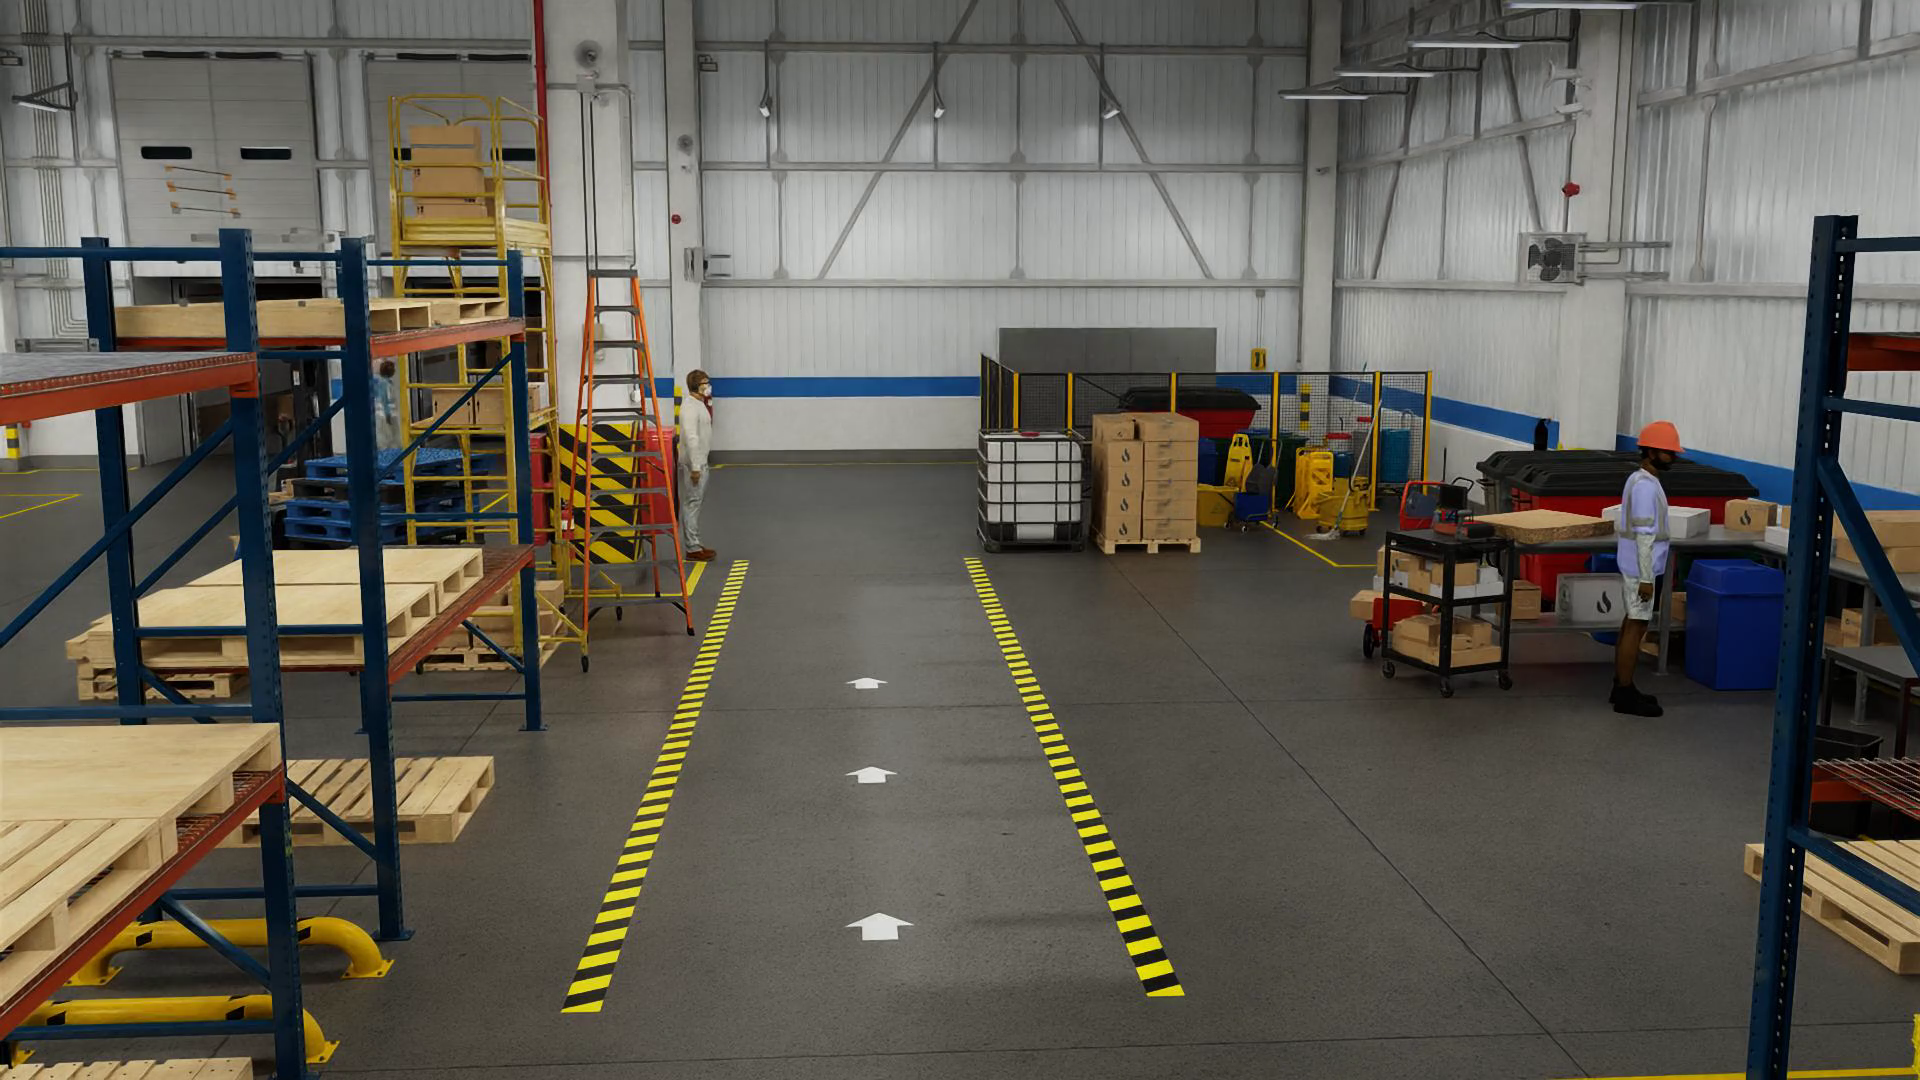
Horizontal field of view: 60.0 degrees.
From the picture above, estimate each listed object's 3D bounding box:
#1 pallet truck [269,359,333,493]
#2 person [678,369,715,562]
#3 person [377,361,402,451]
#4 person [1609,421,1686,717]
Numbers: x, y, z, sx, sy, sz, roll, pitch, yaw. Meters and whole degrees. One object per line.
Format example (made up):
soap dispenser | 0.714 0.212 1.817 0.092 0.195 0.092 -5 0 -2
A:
pallet truck | -7.062 -1.131 18.996 1.885 1.965 0.823 2 9 13
person | -2.660 -0.750 16.823 0.373 1.934 0.639 0 9 -3
person | -8.460 -1.827 24.523 0.633 1.620 0.546 -1 9 -3
person | 4.519 0.183 10.941 0.368 1.933 0.552 3 9 18
